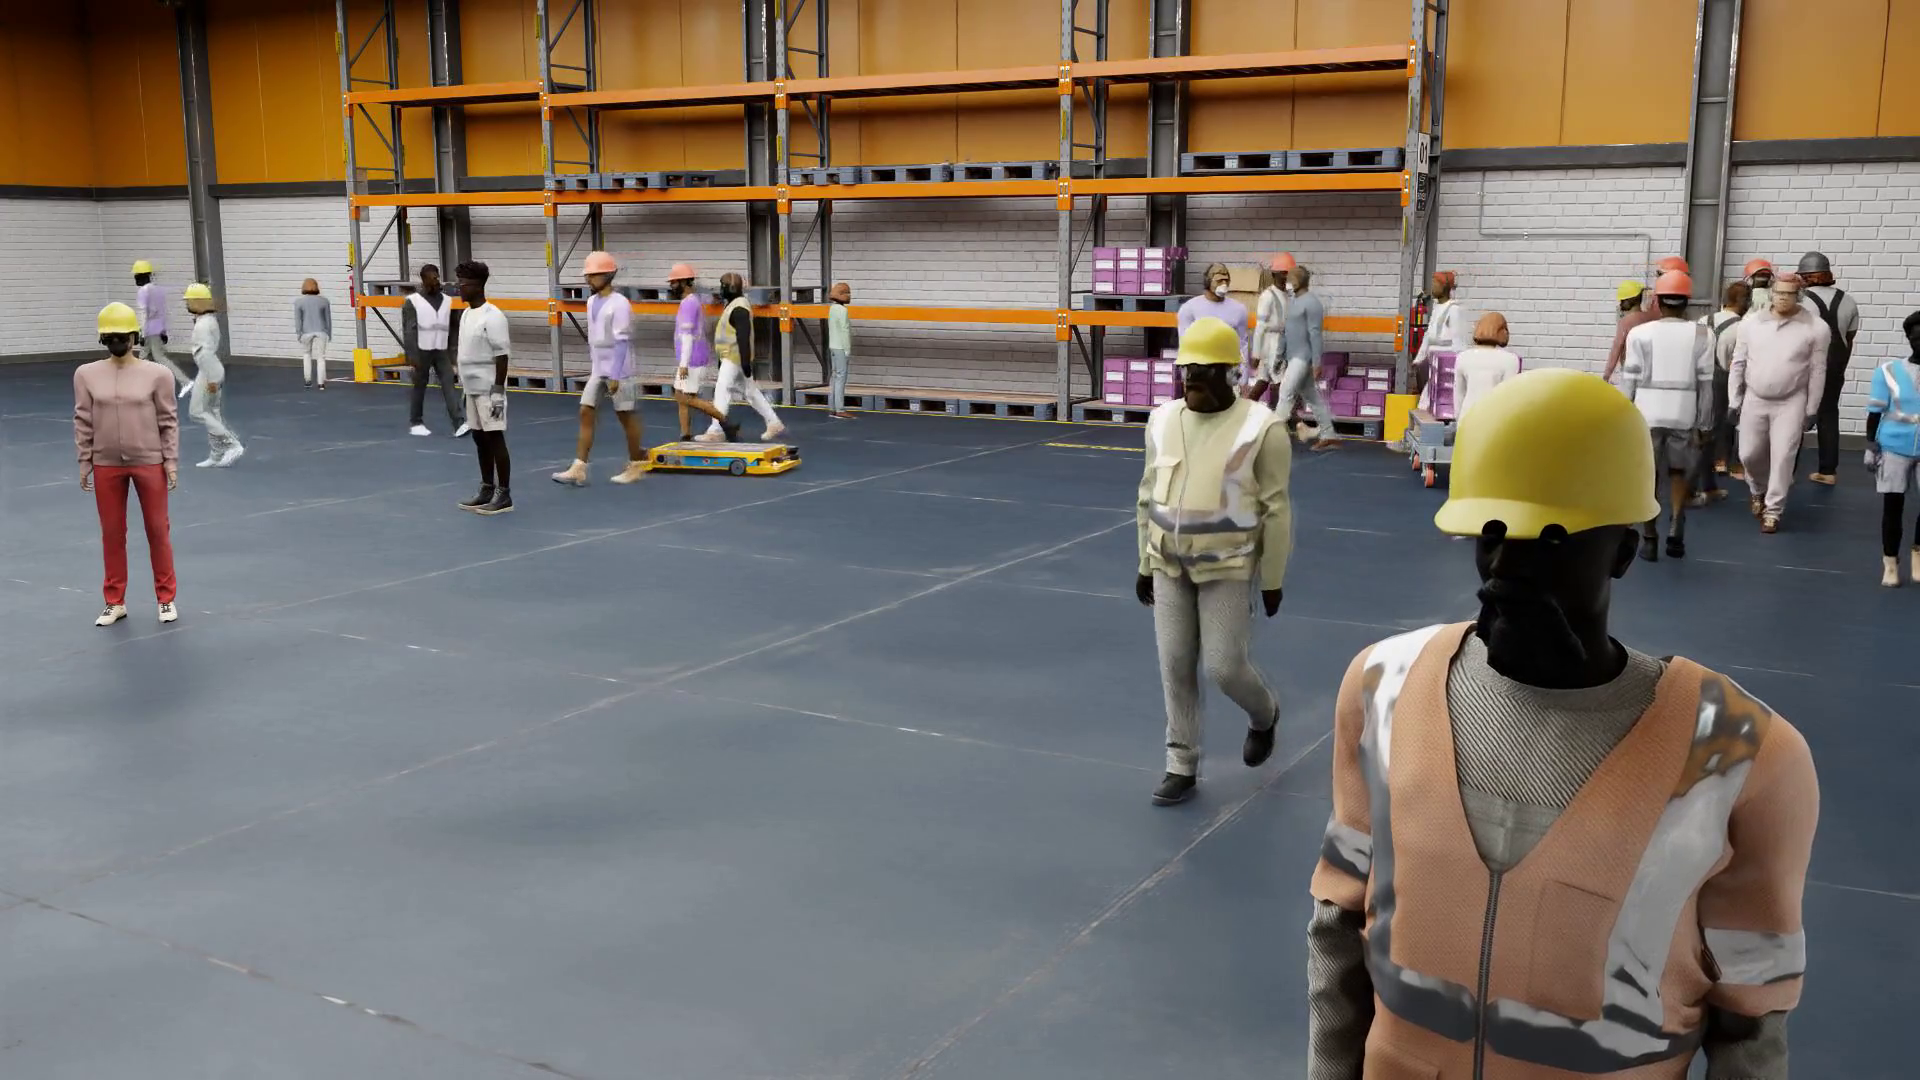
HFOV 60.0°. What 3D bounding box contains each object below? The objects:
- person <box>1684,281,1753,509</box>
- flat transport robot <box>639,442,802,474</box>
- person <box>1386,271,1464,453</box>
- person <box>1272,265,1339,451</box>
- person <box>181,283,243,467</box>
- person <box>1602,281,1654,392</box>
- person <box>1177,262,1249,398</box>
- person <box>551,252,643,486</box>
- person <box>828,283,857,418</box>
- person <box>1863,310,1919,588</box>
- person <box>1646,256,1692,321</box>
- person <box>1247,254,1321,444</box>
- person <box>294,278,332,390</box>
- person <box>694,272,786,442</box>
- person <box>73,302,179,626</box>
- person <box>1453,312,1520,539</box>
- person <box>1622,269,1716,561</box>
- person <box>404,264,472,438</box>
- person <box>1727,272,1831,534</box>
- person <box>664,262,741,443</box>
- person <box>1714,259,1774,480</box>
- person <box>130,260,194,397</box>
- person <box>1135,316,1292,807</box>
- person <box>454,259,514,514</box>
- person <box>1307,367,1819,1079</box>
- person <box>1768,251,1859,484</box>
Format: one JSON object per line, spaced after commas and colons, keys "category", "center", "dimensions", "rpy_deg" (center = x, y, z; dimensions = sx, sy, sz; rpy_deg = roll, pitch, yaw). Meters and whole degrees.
{"category": "person", "center": [6.017, -1.135, 13.141], "dimensions": [0.823, 1.786, 0.580], "rpy_deg": [-5, 11, -24]}
{"category": "flat transport robot", "center": [-2.243, -0.765, 15.337], "dimensions": [1.431, 0.197, 0.652], "rpy_deg": [2, 10, 13]}
{"category": "person", "center": [4.846, -1.765, 16.628], "dimensions": [1.022, 1.834, 0.583], "rpy_deg": [1, 10, 4]}
{"category": "person", "center": [3.382, -1.803, 16.663], "dimensions": [1.039, 1.885, 0.653], "rpy_deg": [-2, 10, -9]}
{"category": "person", "center": [-7.021, -1.524, 15.514], "dimensions": [0.382, 1.728, 0.488], "rpy_deg": [-3, 10, -16]}
{"category": "person", "center": [6.504, -1.622, 16.049], "dimensions": [0.549, 1.733, 0.431], "rpy_deg": [-8, 13, -38]}
{"category": "person", "center": [2.118, -1.336, 13.866], "dimensions": [0.629, 1.935, 0.411], "rpy_deg": [-3, 10, -14]}
{"category": "person", "center": [-3.111, -1.436, 14.205], "dimensions": [0.631, 2.007, 0.939], "rpy_deg": [10, 14, 44]}
{"category": "person", "center": [-1.437, -2.286, 20.091], "dimensions": [0.268, 1.630, 0.507], "rpy_deg": [-4, 11, -23]}
{"category": "person", "center": [5.738, -0.536, 10.020], "dimensions": [0.554, 1.681, 0.373], "rpy_deg": [5, 11, 26]}
{"category": "person", "center": [6.803, -1.771, 16.215], "dimensions": [0.648, 1.973, 0.637], "rpy_deg": [0, 10, 2]}
{"category": "person", "center": [3.377, -2.004, 17.511], "dimensions": [1.077, 1.978, 0.617], "rpy_deg": [5, 11, 25]}
{"category": "person", "center": [-9.408, -2.999, 24.222], "dimensions": [0.503, 1.606, 0.727], "rpy_deg": [-4, 11, -22]}
{"category": "person", "center": [-2.323, -1.932, 17.630], "dimensions": [0.944, 1.808, 0.618], "rpy_deg": [-1, 10, -8]}
{"category": "person", "center": [-4.549, -0.412, 9.105], "dimensions": [0.524, 1.769, 0.309], "rpy_deg": [-3, 10, -14]}
{"category": "person", "center": [3.791, -0.822, 11.876], "dimensions": [0.523, 1.592, 0.801], "rpy_deg": [10, 14, 43]}
{"category": "person", "center": [4.605, -0.799, 10.874], "dimensions": [0.543, 1.922, 0.439], "rpy_deg": [2, 10, 14]}
{"category": "person", "center": [-5.683, -2.034, 17.993], "dimensions": [1.023, 1.864, 0.615], "rpy_deg": [8, 13, 37]}
{"category": "person", "center": [5.989, -1.013, 12.198], "dimensions": [0.647, 1.885, 0.704], "rpy_deg": [8, 13, 37]}
{"category": "person", "center": [-2.610, -1.811, 16.611], "dimensions": [0.706, 1.914, 0.551], "rpy_deg": [-2, 10, -12]}
{"category": "person", "center": [7.056, -1.527, 14.905], "dimensions": [0.634, 1.943, 0.693], "rpy_deg": [2, 10, 12]}
{"category": "person", "center": [-10.994, -2.882, 22.763], "dimensions": [0.932, 1.893, 0.598], "rpy_deg": [-1, 10, -8]}
{"category": "person", "center": [0.950, 0.071, 6.232], "dimensions": [0.598, 1.816, 0.585], "rpy_deg": [8, 13, 38]}
{"category": "person", "center": [-3.708, -1.183, 12.905], "dimensions": [0.362, 1.963, 0.613], "rpy_deg": [-8, 13, -40]}
{"category": "person", "center": [0.684, 0.753, 2.047], "dimensions": [0.585, 1.928, 0.370], "rpy_deg": [8, 13, 37]}
{"category": "person", "center": [7.403, -1.505, 14.518], "dimensions": [0.685, 2.000, 0.537], "rpy_deg": [-1, 10, -4]}
